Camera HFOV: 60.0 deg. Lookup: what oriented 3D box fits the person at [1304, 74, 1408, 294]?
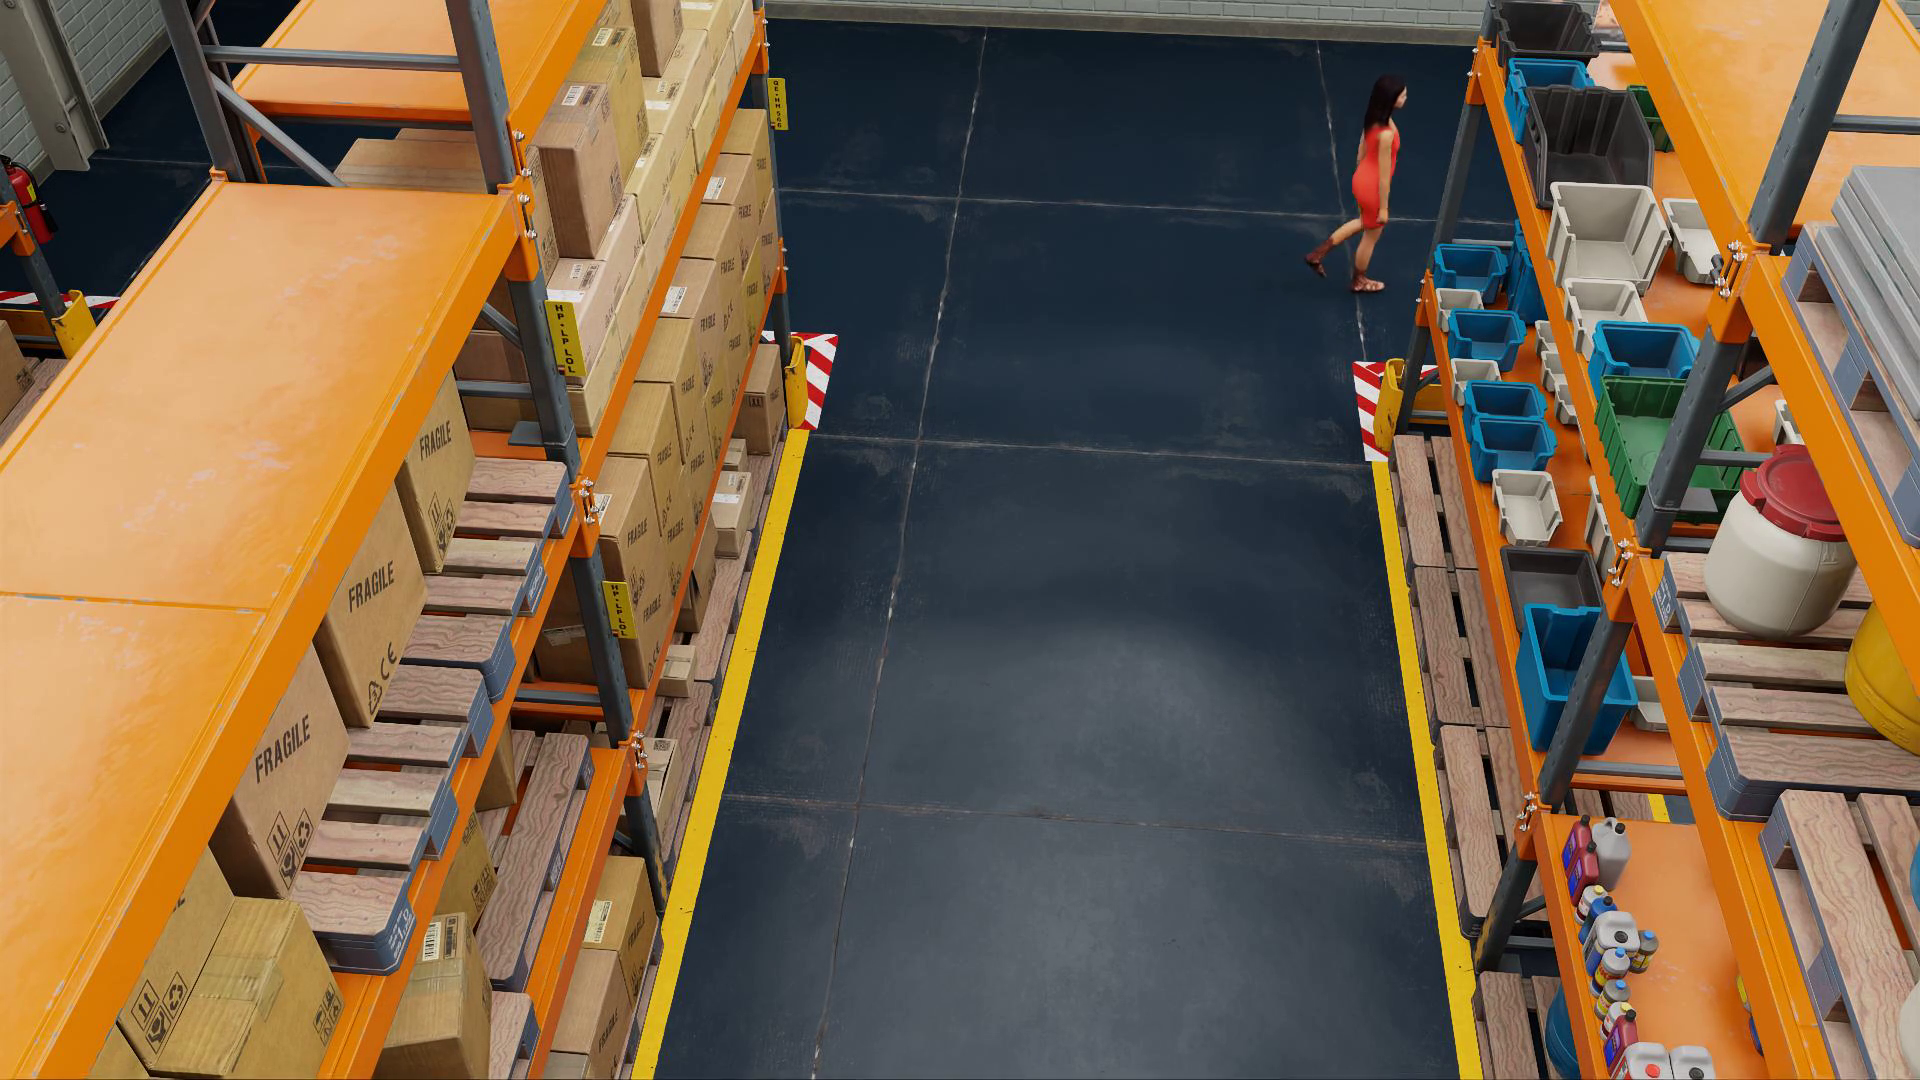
[{"bbox_3d":[2.779,-2.429,11.563,0.725,1.704,0.810,-3,43,-3],"label":"person"}]
